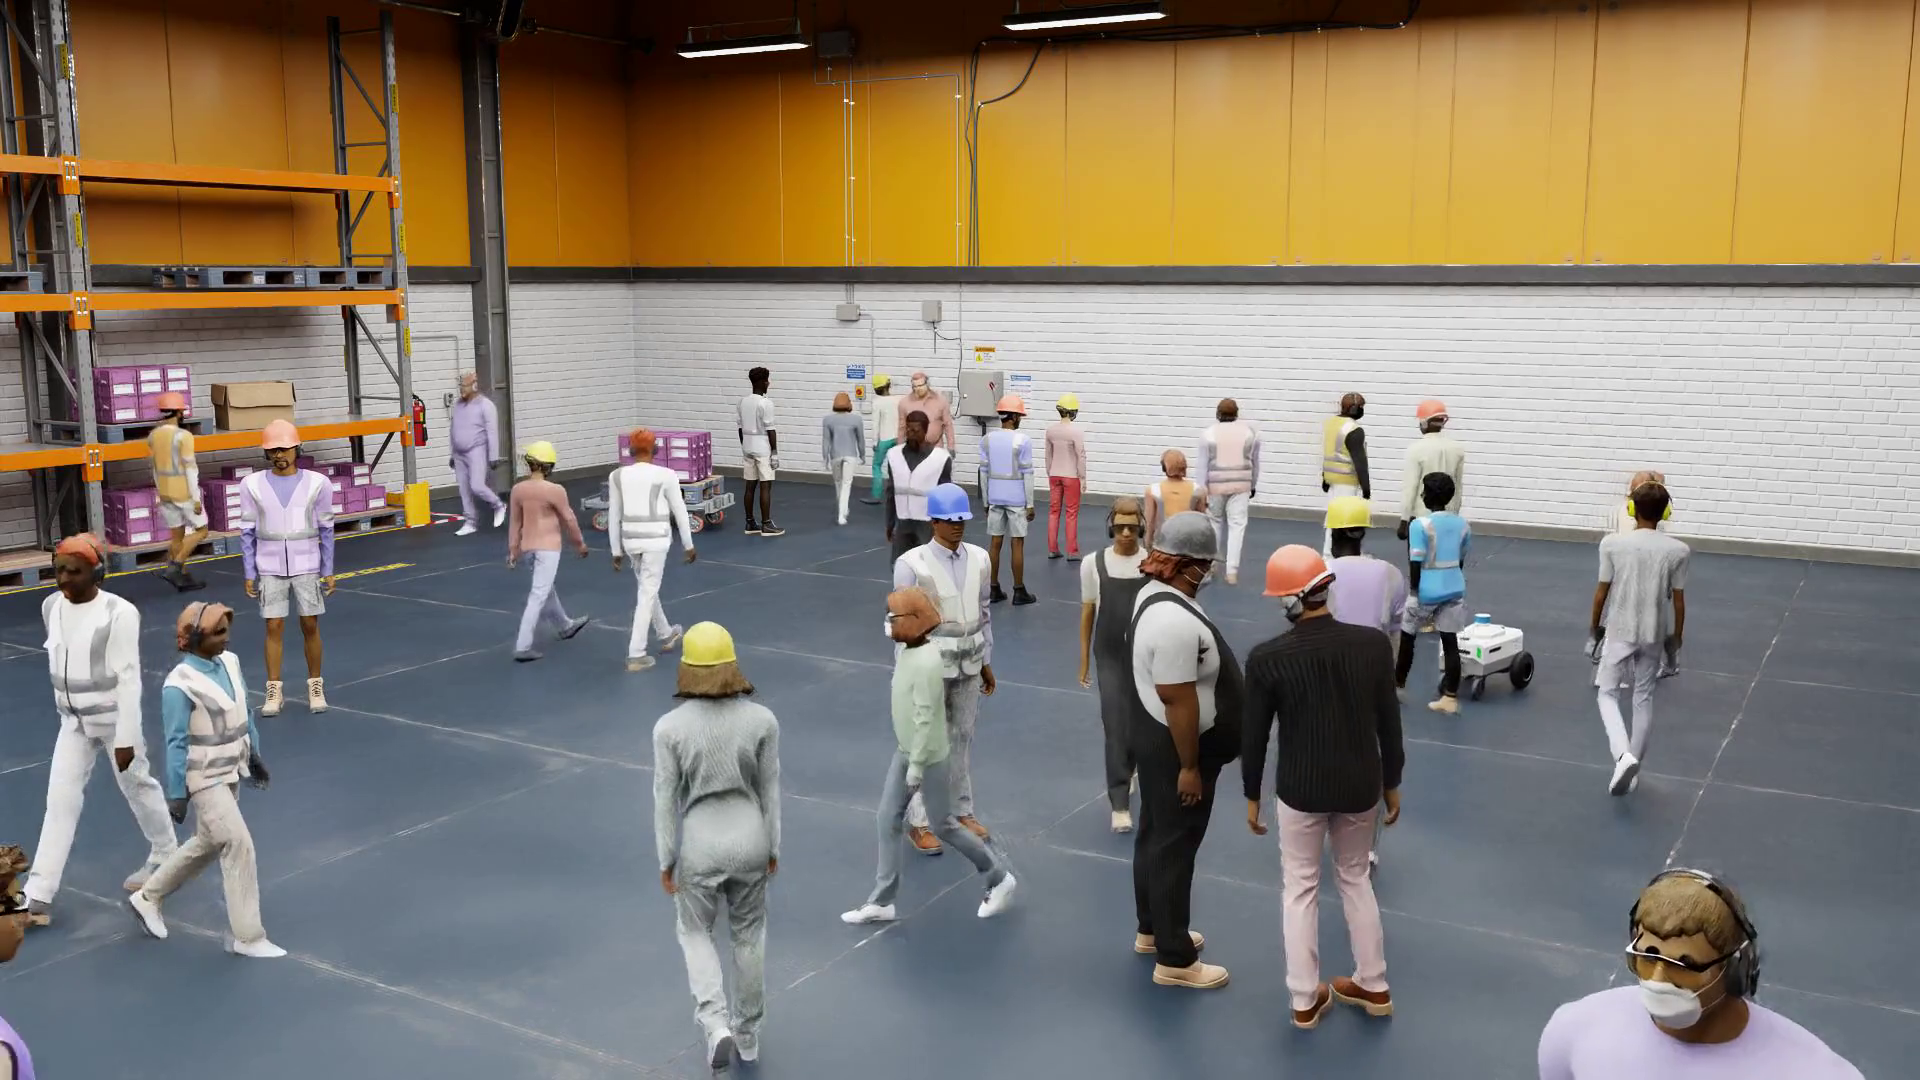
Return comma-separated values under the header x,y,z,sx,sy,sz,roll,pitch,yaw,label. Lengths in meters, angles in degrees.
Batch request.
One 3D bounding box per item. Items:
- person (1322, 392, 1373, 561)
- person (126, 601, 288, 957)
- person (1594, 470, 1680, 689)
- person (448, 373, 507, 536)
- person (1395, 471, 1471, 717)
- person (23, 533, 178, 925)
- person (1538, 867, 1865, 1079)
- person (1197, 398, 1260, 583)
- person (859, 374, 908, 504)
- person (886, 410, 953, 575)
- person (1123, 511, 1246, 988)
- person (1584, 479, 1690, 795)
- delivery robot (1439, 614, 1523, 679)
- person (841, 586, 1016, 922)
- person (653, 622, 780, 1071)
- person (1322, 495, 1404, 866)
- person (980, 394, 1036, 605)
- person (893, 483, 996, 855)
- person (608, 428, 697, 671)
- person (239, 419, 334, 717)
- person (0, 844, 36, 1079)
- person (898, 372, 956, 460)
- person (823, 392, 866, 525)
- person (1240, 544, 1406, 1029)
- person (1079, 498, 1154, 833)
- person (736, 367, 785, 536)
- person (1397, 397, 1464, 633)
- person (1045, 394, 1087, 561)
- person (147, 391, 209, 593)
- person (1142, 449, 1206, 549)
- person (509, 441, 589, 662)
x,y,z,sx,sy,sz,roll,pitch,yaw,label
4.058,-0.603,17.072,0.771,1.814,0.663,-2,9,-11,person
-3.403,1.059,7.412,0.776,1.612,0.505,0,9,2,person
5.010,0.297,12.124,0.809,1.599,0.545,-1,9,-6,person
-5.649,-1.005,19.366,0.649,1.890,0.564,5,10,29,person
3.222,0.353,11.543,0.557,1.666,0.767,-4,10,-26,person
-4.093,0.871,7.849,0.596,1.821,1.021,3,10,20,person
1.439,1.556,3.293,0.639,1.920,0.629,8,12,41,person
2.657,-0.511,16.562,0.623,1.794,0.945,1,9,4,person
-0.914,-1.302,21.716,0.637,1.729,0.652,-7,12,-38,person
-0.338,-0.152,13.962,0.604,1.904,0.487,4,10,24,person
0.976,0.873,7.171,0.537,2.000,0.682,-1,9,-5,person
3.900,0.577,9.592,0.542,1.854,0.628,2,9,11,person
3.790,0.780,12.085,0.477,0.478,0.707,9,13,44,delivery robot
-0.122,1.002,7.744,0.795,1.600,0.539,-3,10,-18,person
-0.900,1.178,6.270,0.485,1.725,0.536,-3,9,-15,person
2.008,0.695,8.770,0.613,1.874,0.988,-2,9,-10,person
0.452,-0.366,15.252,0.542,1.929,0.374,6,11,31,person
-0.074,0.663,8.770,0.608,1.948,0.389,-7,11,-36,person
-2.383,0.042,12.981,0.589,1.827,1.000,3,10,21,person
-4.604,0.191,11.423,0.606,2.044,0.373,-3,10,-18,person
-2.194,1.562,3.565,0.563,1.825,0.561,8,12,42,person
-0.423,-1.150,20.397,0.673,1.853,0.930,-2,9,-9,person
-1.413,-0.999,20.263,0.497,1.586,0.873,1,9,8,person
1.447,1.000,6.680,0.654,1.971,0.453,-1,9,-5,person
0.934,0.646,9.349,0.524,1.805,0.944,0,9,0,person
-2.320,-1.029,19.274,0.604,1.966,0.367,8,12,40,person
3.983,-0.217,14.129,0.622,1.992,0.399,-4,10,-24,person
1.131,-0.658,17.582,0.532,1.768,0.311,8,12,42,person
-7.396,-0.440,15.712,0.576,1.926,0.449,4,10,24,person
1.722,0.081,13.392,0.535,1.633,0.385,0,9,-2,person
-3.255,0.069,13.225,0.524,1.702,0.980,5,11,31,person
